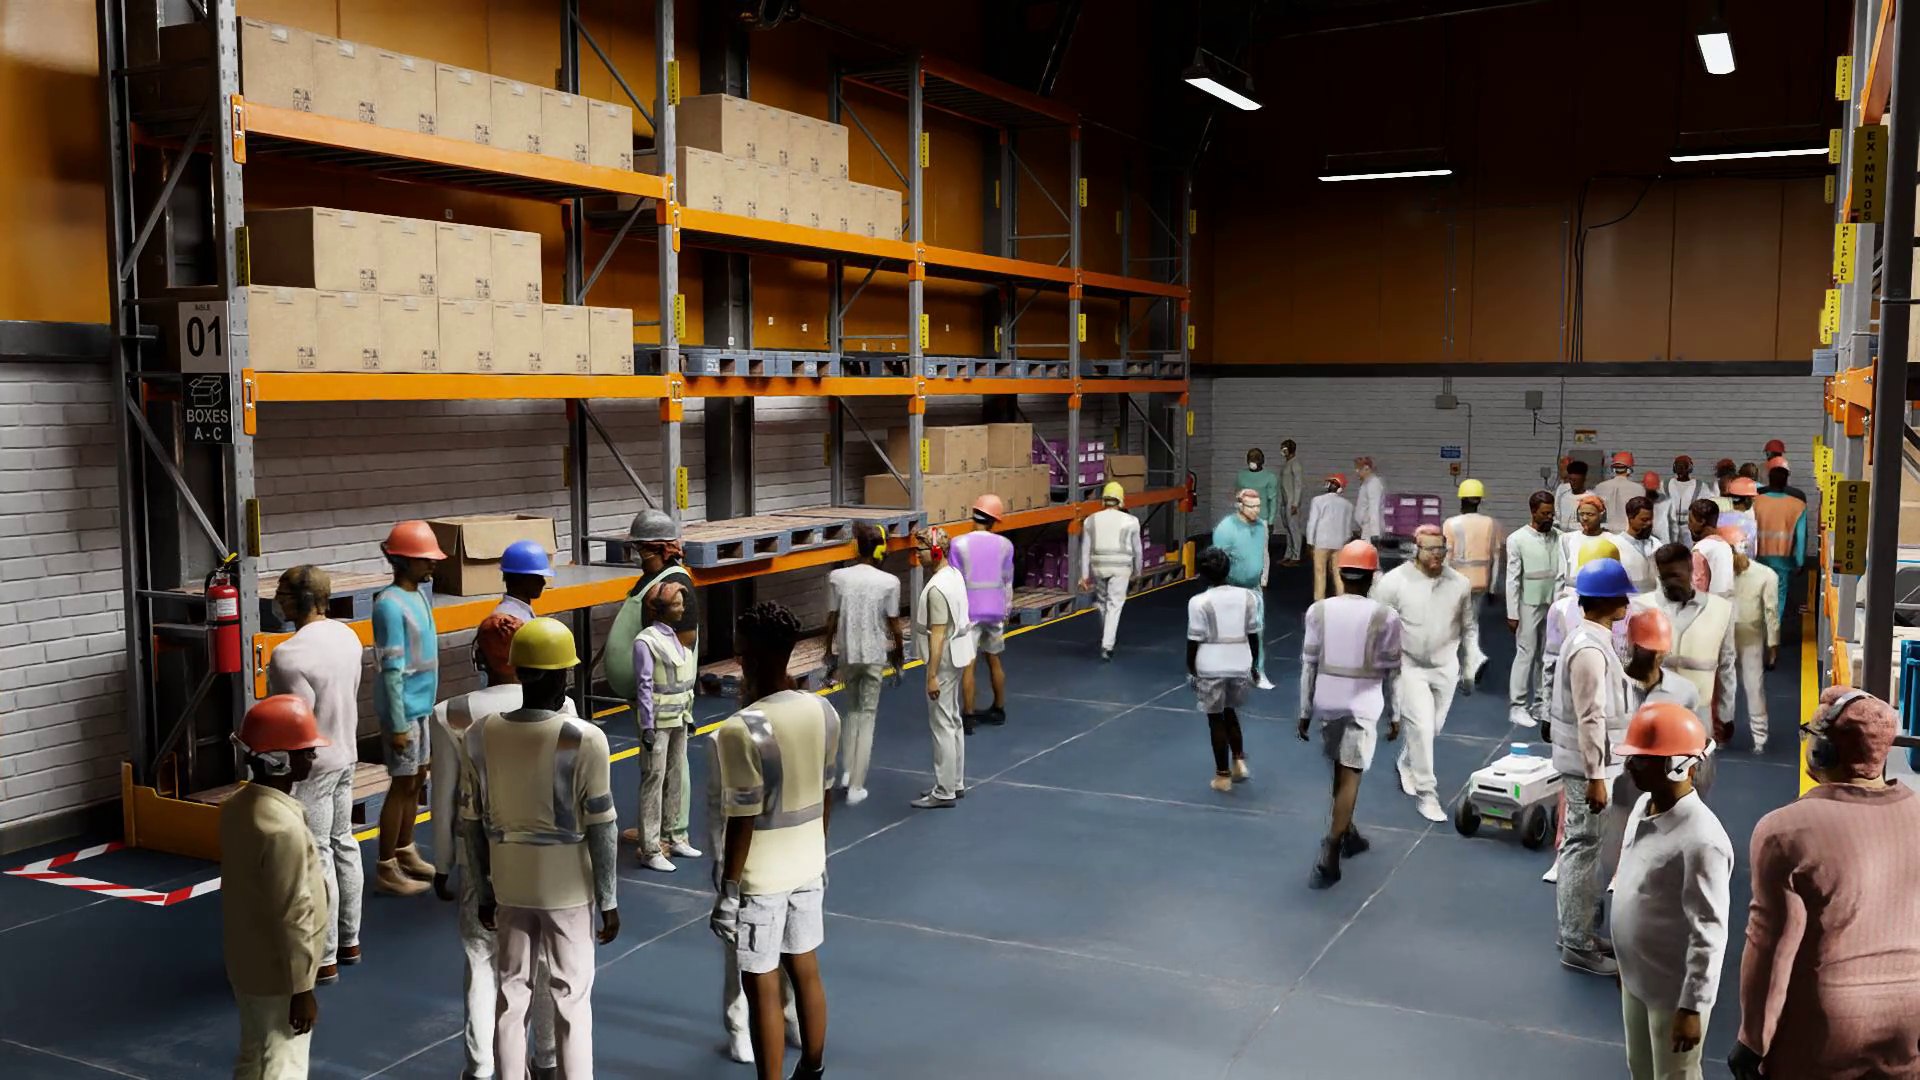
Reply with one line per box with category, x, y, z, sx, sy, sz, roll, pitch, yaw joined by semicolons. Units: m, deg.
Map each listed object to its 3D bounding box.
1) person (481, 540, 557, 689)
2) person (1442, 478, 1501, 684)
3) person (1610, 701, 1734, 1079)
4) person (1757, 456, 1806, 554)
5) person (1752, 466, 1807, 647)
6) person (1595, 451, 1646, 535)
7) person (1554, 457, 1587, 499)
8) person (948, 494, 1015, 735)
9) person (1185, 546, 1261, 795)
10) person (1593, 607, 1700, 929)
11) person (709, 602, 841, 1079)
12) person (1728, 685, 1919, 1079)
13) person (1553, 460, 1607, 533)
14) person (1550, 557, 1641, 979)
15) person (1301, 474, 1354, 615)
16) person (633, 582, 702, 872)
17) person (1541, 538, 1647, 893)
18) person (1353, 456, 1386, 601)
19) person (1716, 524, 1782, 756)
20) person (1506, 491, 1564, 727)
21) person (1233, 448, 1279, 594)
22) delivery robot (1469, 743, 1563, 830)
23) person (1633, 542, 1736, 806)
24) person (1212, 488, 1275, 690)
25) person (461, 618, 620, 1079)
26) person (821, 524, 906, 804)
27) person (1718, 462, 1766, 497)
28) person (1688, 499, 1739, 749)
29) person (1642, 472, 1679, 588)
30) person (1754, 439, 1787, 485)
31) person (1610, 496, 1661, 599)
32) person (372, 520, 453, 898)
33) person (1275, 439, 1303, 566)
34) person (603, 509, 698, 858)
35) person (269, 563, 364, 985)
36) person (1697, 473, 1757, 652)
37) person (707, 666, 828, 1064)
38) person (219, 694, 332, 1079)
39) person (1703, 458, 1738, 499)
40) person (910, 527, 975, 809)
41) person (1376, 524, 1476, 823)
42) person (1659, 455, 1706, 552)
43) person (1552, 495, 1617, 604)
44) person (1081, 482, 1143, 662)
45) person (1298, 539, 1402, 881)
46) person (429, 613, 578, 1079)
person;-2.316;0.967;8.775;0.407;1.942;0.615;-1;5;-8
person;4.645;0.397;15.107;0.599;1.906;0.588;-2;6;-16
person;2.235;1.382;5.328;0.329;1.751;0.571;0;5;0
person;9.403;0.004;19.147;0.605;1.948;1.020;1;5;12
person;8.558;0.175;17.487;0.618;1.906;0.477;3;6;27
person;7.723;-0.044;19.472;0.612;1.985;0.416;5;7;41
person;7.439;-0.080;20.364;0.337;1.882;0.584;-1;5;-12
person;0.136;0.581;13.240;0.564;1.897;0.559;-1;6;-15
person;1.753;0.874;11.198;0.563;1.668;0.394;-2;6;-21
person;3.209;1.153;7.914;0.558;1.726;0.645;1;5;9
person;-0.689;1.210;6.110;0.361;1.953;0.613;3;6;31
person;2.480;1.362;4.714;0.645;1.913;0.409;-1;5;-10
person;6.719;0.099;18.133;0.428;1.946;0.598;-3;6;-31
person;2.982;1.051;7.848;0.378;1.950;0.610;2;6;18
person;4.367;0.060;19.862;0.668;1.700;0.329;-2;6;-20
person;-1.683;1.052;9.508;0.307;1.637;0.521;2;6;20
person;3.476;0.947;9.089;0.594;1.926;0.368;4;6;34
person;5.091;-0.094;20.563;0.491;1.875;0.689;1;5;12
person;5.880;0.734;12.567;0.624;1.719;0.519;4;6;35
person;4.662;0.549;13.488;0.606;1.909;0.399;-3;6;-27
person;3.880;-0.250;21.924;0.631;1.939;0.372;4;6;34
delivery robot;3.400;1.483;10.122;0.477;0.478;0.707;5;7;43
person;4.041;0.940;9.384;0.607;1.893;0.451;2;6;18
person;2.502;0.421;15.328;0.650;1.836;1.022;-3;6;-29
person;-1.487;1.238;5.964;0.585;1.927;0.366;1;5;14
person;-0.622;0.807;11.029;0.538;1.840;0.591;1;5;14
person;9.504;-0.031;20.134;0.646;1.823;0.461;3;6;29
person;5.611;0.644;12.489;0.409;1.907;0.597;5;7;41
person;8.360;0.039;20.066;0.599;1.699;0.732;2;6;20
person;11.587;-0.446;23.784;0.621;1.986;0.415;-2;6;-20
person;5.187;0.608;12.877;0.599;1.905;0.391;-3;6;-32
person;-2.962;0.903;9.008;0.417;2.033;0.608;0;5;-3
person;5.033;-0.567;25.319;0.356;1.938;0.633;0;5;-5
person;-1.816;0.829;9.761;0.539;2.000;0.688;-2;6;-23
person;-2.987;1.071;7.690;0.364;1.939;0.636;1;5;6
person;7.962;0.231;17.246;0.429;1.845;0.621;-4;7;-36
person;-0.787;1.303;6.840;0.517;1.631;0.334;-2;6;-25
person;-2.210;1.372;5.436;0.342;1.751;0.564;-4;7;-39
person;9.398;-0.073;20.376;0.590;1.868;0.451;1;5;8
person;-0.106;0.830;10.854;0.394;1.836;0.560;1;5;10
person;3.012;0.815;10.825;0.652;1.875;0.927;-1;5;-10
person;8.973;-0.111;20.713;0.581;1.882;0.351;3;6;30
person;5.006;0.582;13.256;0.584;1.882;0.349;4;7;35
person;1.525;0.316;16.707;0.595;1.786;0.975;2;6;20
person;2.183;0.949;9.399;0.555;1.898;0.967;3;6;31
person;-1.762;1.218;6.477;0.568;1.878;0.351;-3;6;-28
